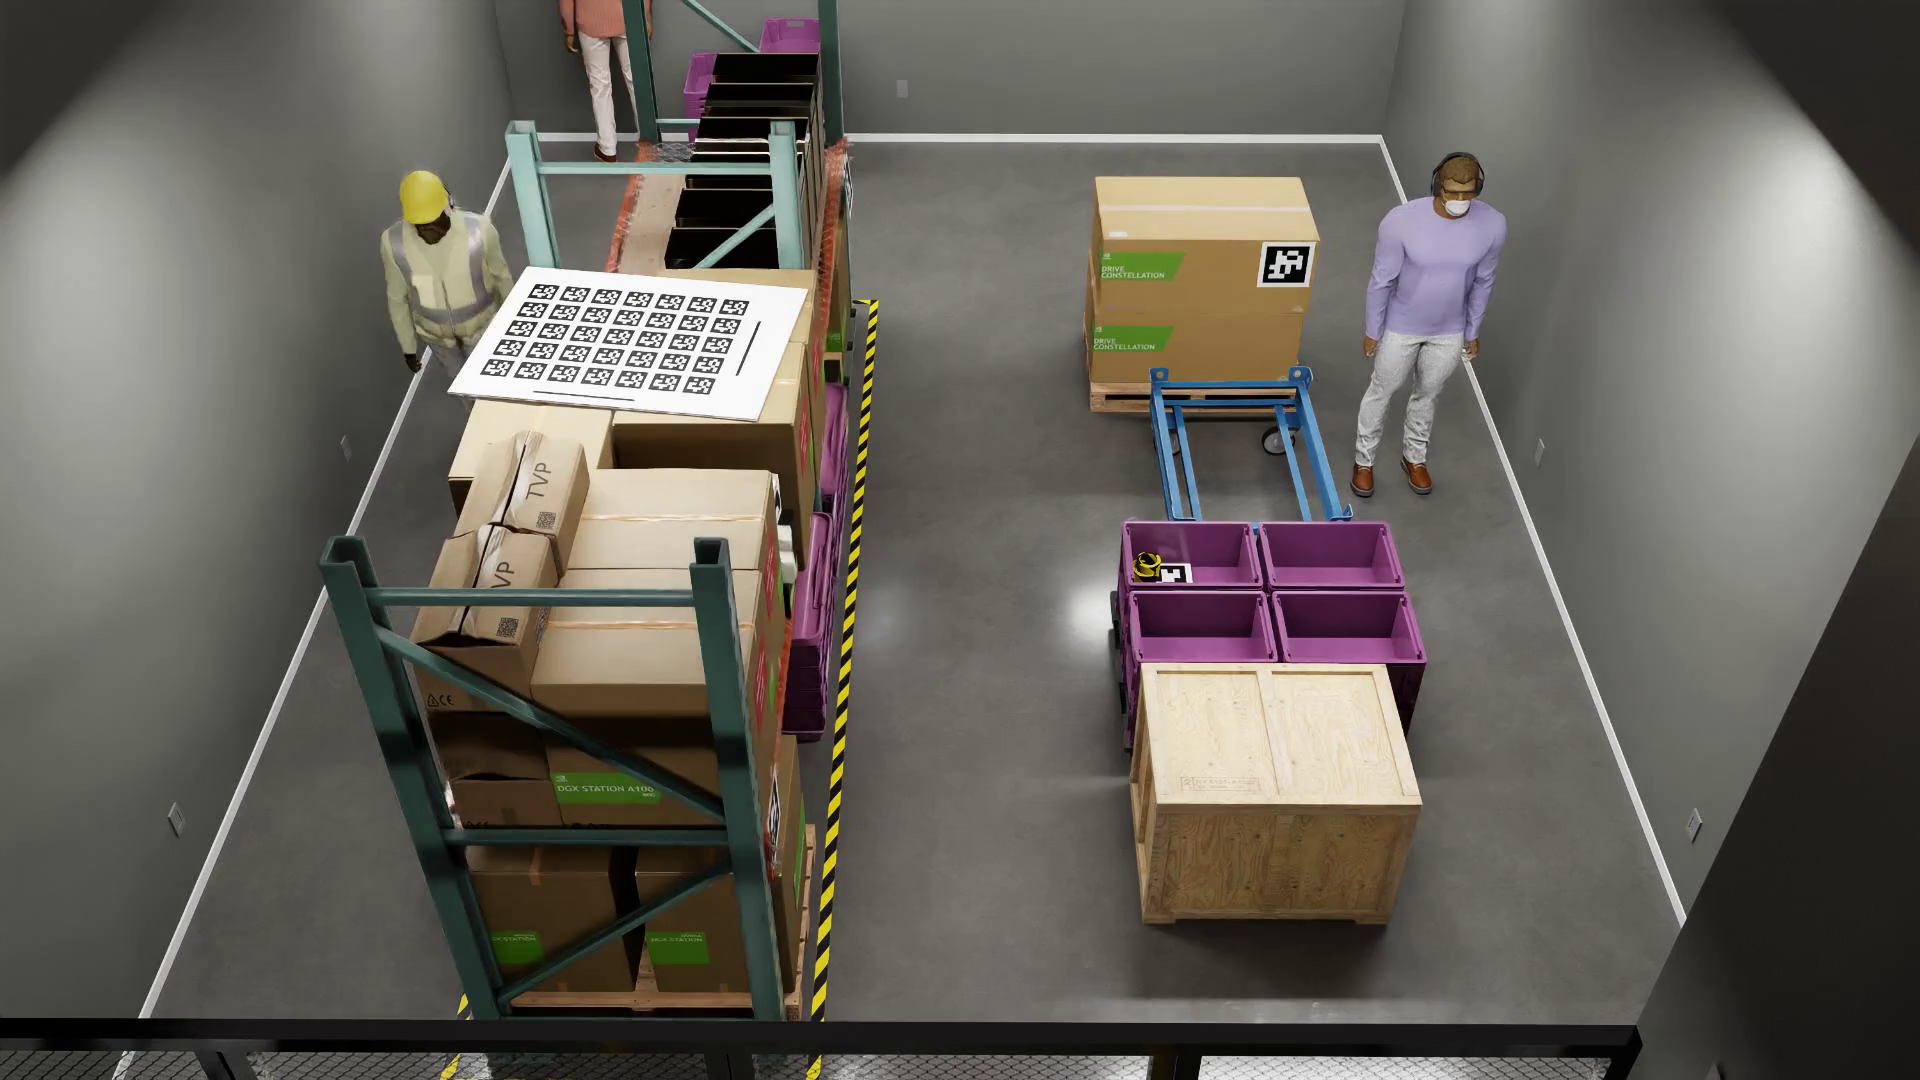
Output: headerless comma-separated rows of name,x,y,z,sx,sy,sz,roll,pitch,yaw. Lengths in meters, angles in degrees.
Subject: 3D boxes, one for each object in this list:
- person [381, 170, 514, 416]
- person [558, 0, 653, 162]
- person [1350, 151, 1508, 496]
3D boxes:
person,-2.551,-1.044,8.425,0.608,1.775,0.928,-6,42,-7
person,-2.329,-3.427,10.980,0.622,1.994,0.381,-16,44,-18
person,2.323,-1.063,8.326,0.631,1.940,0.372,-2,41,-2
